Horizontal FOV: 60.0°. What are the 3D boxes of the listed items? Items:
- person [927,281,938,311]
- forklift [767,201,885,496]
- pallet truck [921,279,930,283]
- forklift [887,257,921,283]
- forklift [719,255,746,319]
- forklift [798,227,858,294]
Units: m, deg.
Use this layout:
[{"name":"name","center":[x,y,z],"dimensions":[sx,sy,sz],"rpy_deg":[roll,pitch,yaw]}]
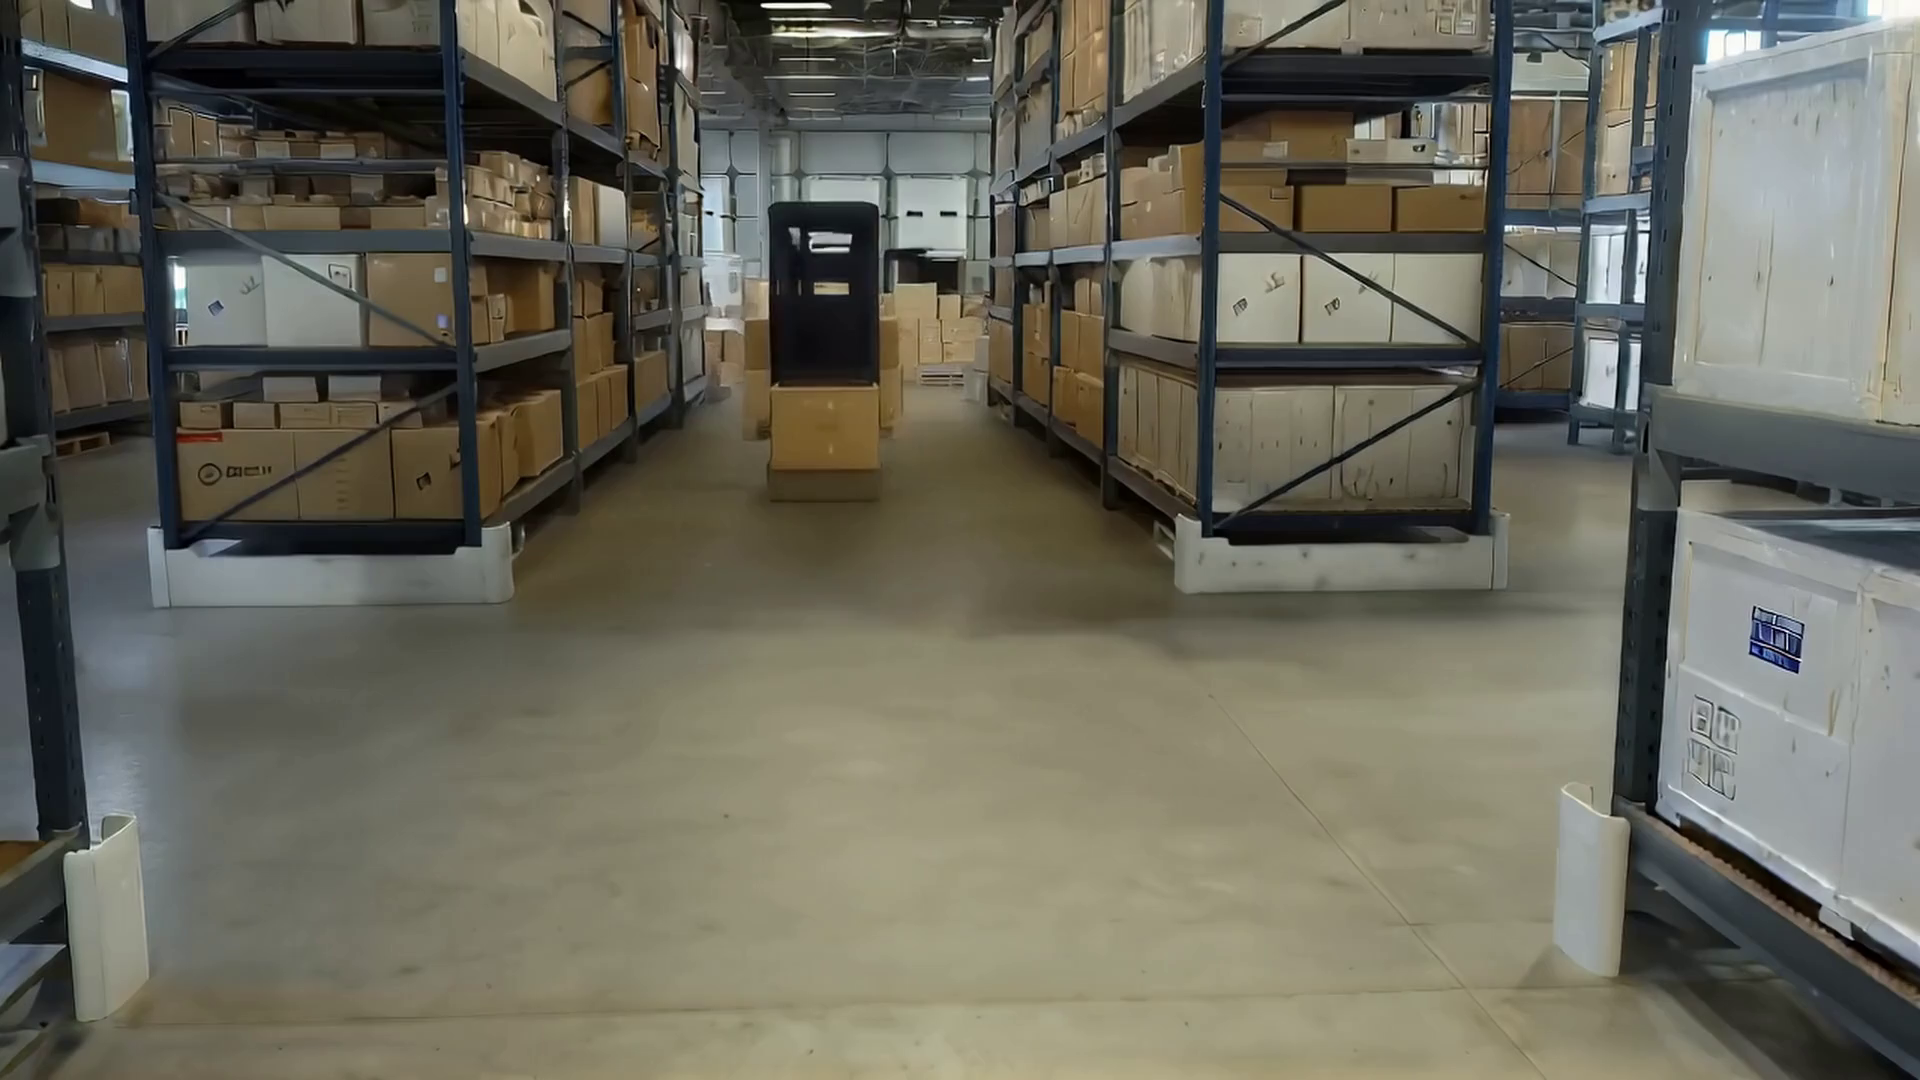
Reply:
[{"name":"person","center":[-1.034,-7.783,56.271],"dimensions":[0.663,1.894,0.966],"rpy_deg":[2,9,10]},{"name":"forklift","center":[-1.321,-1.899,16.252],"dimensions":[1.129,2.768,1.873],"rpy_deg":[-1,9,-4]},{"name":"pallet truck","center":[-0.932,-8.922,63.114],"dimensions":[1.885,1.965,0.823],"rpy_deg":[2,9,13]},{"name":"forklift","center":[-1.475,-6.327,44.059],"dimensions":[1.129,2.768,1.873],"rpy_deg":[-1,9,-4]},{"name":"forklift","center":[-7.876,-8.525,57.858],"dimensions":[1.129,2.768,1.873],"rpy_deg":[-9,12,-43]},{"name":"forklift","center":[-1.875,-3.174,24.260],"dimensions":[1.129,2.768,1.873],"rpy_deg":[-1,9,-4]}]
